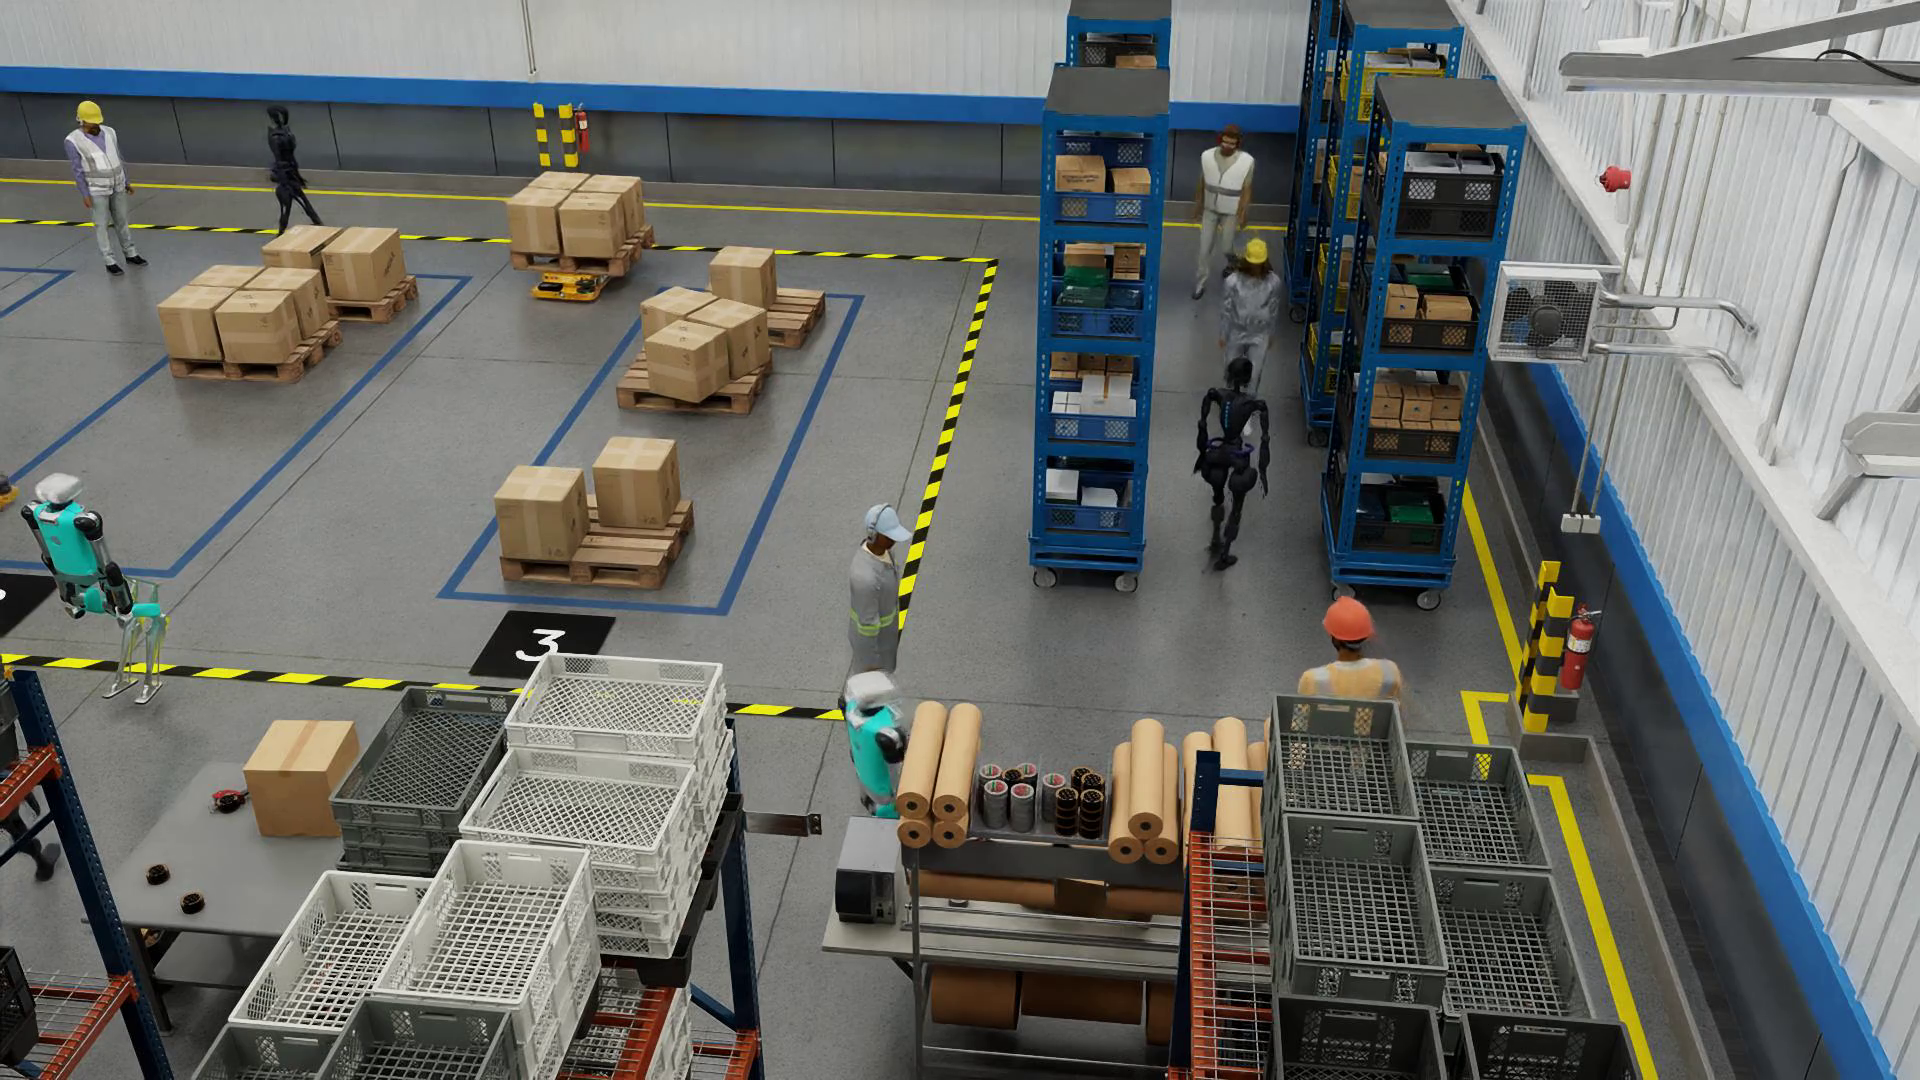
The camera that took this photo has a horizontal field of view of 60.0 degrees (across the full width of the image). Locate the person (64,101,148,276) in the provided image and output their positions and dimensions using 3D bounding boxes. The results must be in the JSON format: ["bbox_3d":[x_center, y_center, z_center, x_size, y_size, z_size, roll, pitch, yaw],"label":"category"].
[{"bbox_3d":[-8.993,-3.715,17.510,0.404,1.822,0.586,16,34,25],"label":"person"}]

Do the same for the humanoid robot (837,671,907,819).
[{"bbox_3d":[-0.234,1.420,8.794,0.809,1.797,0.555,-18,35,-28],"label":"humanoid robot"}]

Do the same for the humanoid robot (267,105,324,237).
[{"bbox_3d":[-7.217,-3.898,18.007,0.794,1.620,0.616,-3,30,-5],"label":"humanoid robot"}]

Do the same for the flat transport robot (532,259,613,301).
[{"bbox_3d":[-3.970,-2.905,17.636,0.652,0.197,1.431,5,31,8],"label":"flat transport robot"}]

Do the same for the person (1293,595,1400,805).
[{"bbox_3d":[2.039,1.149,9.048,0.578,1.926,0.402,-5,31,-8],"label":"person"}]

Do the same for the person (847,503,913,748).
[{"bbox_3d":[-0.472,0.595,10.084,0.407,1.847,0.589,4,30,7],"label":"person"}]

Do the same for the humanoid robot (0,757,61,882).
[{"bbox_3d":[-5.351,1.358,8.990,0.604,1.630,0.782,-4,30,-7],"label":"humanoid robot"}]

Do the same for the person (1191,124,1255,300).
[{"bbox_3d":[2.679,-3.379,16.941,0.601,1.815,0.653,13,33,21],"label":"person"}]

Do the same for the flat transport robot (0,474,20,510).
[{"bbox_3d":[-8.353,-0.327,13.208,1.431,0.197,0.652,3,30,6],"label":"flat transport robot"}]

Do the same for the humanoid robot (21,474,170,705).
[{"bbox_3d":[-5.413,0.253,10.650,0.533,1.673,0.735,9,31,15],"label":"humanoid robot"}]

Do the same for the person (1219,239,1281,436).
[{"bbox_3d":[2.477,-1.798,14.315,0.485,1.722,0.600,2,30,3],"label":"person"}]

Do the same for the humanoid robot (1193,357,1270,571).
[{"bbox_3d":[2.012,-0.570,12.256,0.611,1.646,0.485,18,35,27],"label":"humanoid robot"}]

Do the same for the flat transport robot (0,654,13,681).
[{"bbox_3d":[-7.142,0.969,11.010,1.431,0.231,0.659,3,30,6],"label":"flat transport robot"}]
